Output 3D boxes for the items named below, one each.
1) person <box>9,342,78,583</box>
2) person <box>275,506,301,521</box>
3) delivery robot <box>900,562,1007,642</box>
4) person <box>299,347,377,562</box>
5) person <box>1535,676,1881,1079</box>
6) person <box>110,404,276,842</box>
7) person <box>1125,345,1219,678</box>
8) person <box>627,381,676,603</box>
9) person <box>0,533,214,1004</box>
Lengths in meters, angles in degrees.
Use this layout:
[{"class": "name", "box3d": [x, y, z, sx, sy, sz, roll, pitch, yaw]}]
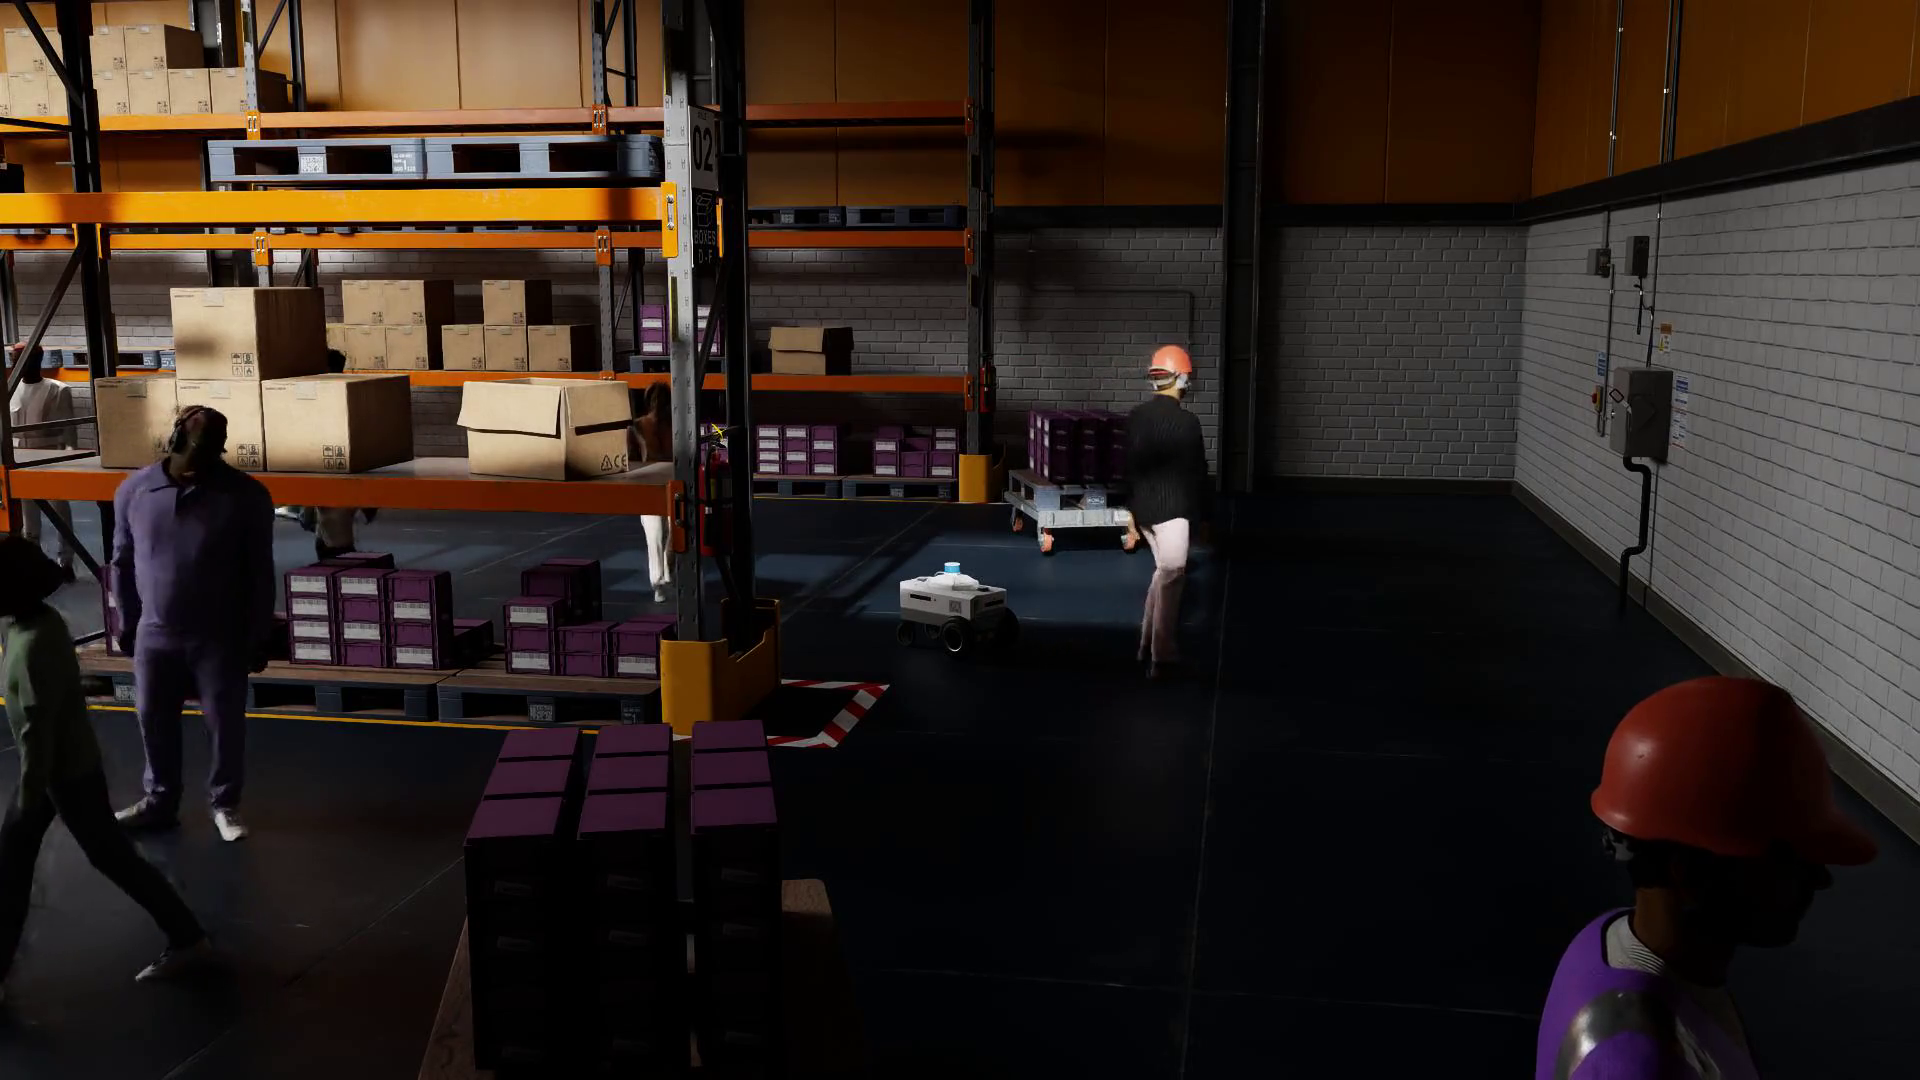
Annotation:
[{"class": "person", "box3d": [-7.125, -0.596, 12.877, 0.574, 1.881, 0.358, 0, 9, 2]}, {"class": "person", "box3d": [-6.286, -1.088, 15.880, 0.898, 1.888, 0.617, -1, 9, -8]}, {"class": "delivery robot", "box3d": [-0.050, 0.386, 10.593, 0.707, 0.478, 0.477, 8, 12, 41]}, {"class": "person", "box3d": [-4.057, -0.311, 10.966, 0.966, 1.933, 0.613, 2, 9, 10]}, {"class": "person", "box3d": [0.879, 1.115, 2.088, 0.360, 1.938, 0.546, 3, 10, 19]}, {"class": "person", "box3d": [-3.251, 0.360, 6.991, 0.769, 1.870, 0.472, -1, 9, -4]}, {"class": "person", "box3d": [1.253, -0.159, 9.877, 0.461, 1.980, 0.666, -5, 10, -27]}, {"class": "person", "box3d": [-2.213, -0.383, 12.356, 0.513, 1.625, 0.654, -3, 10, -17]}, {"class": "person", "box3d": [-2.958, 0.748, 5.465, 0.876, 1.581, 0.510, -6, 11, -34]}]
